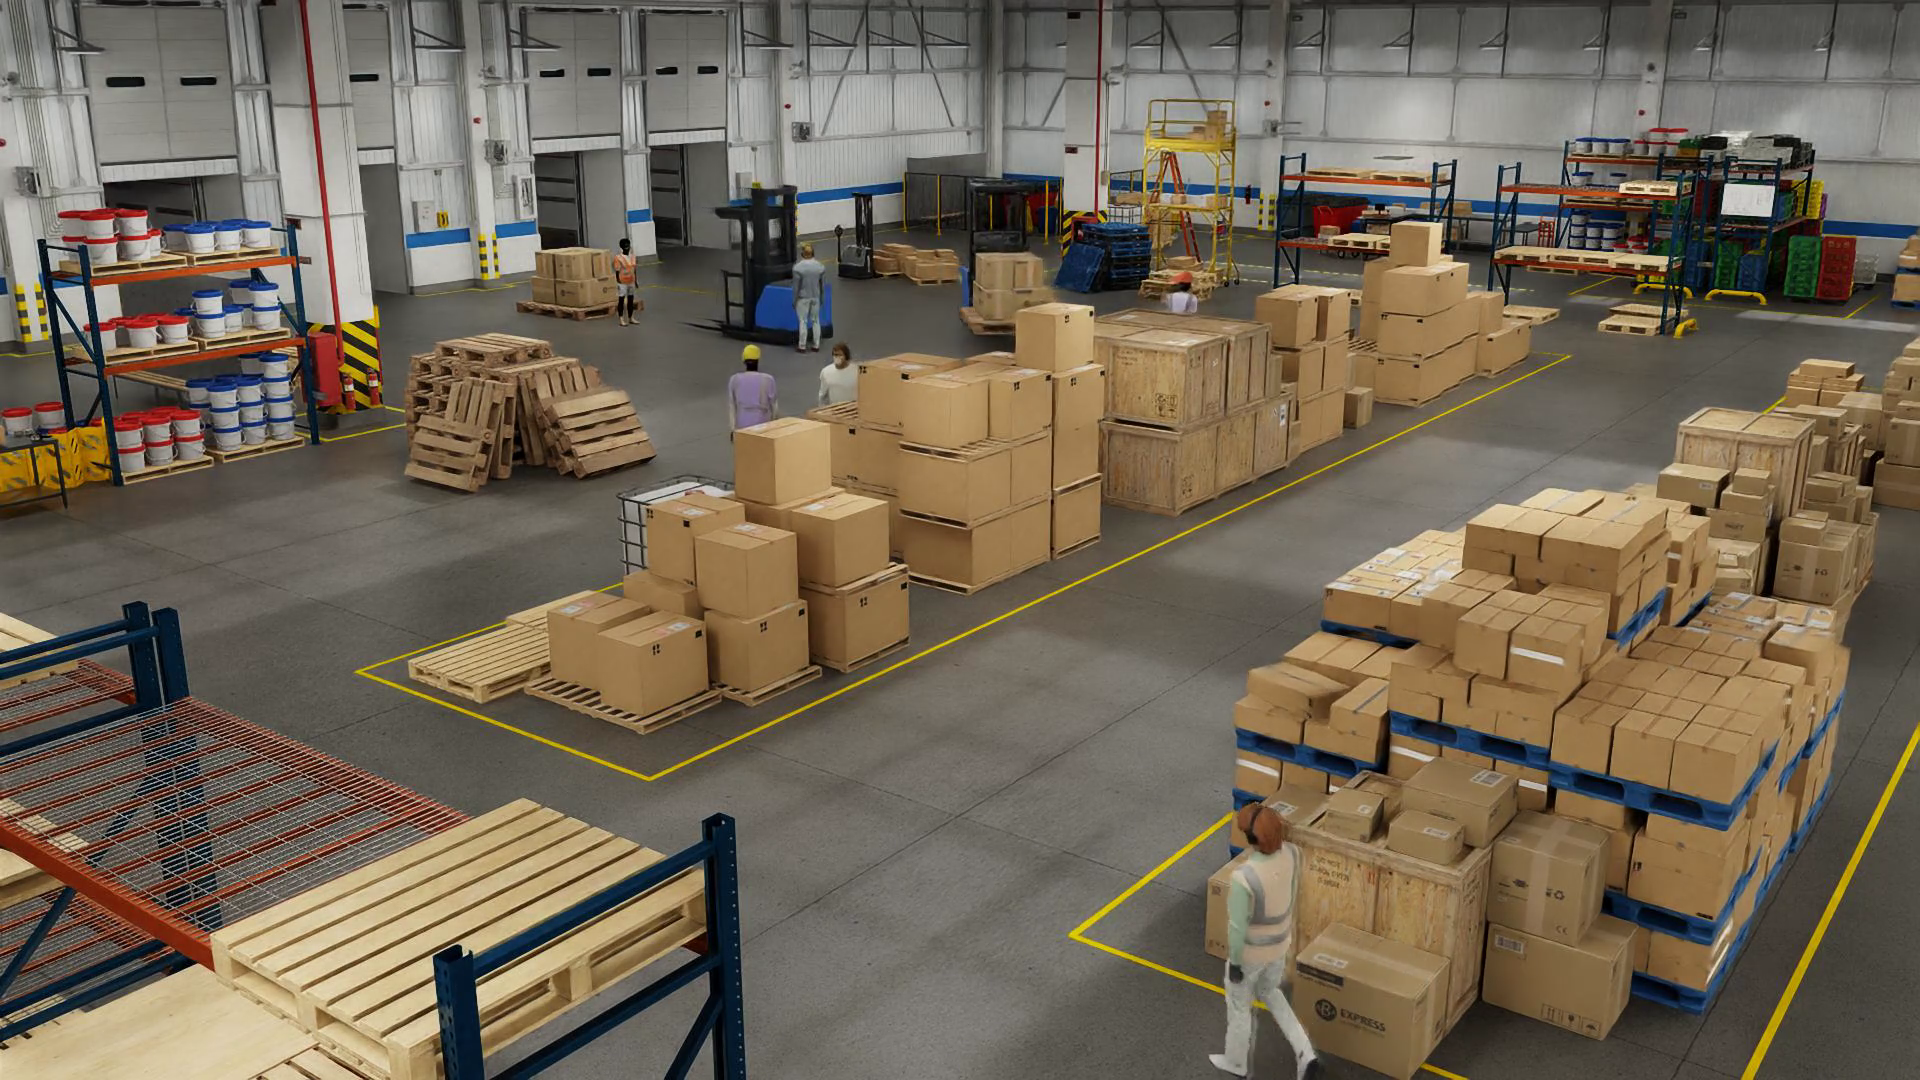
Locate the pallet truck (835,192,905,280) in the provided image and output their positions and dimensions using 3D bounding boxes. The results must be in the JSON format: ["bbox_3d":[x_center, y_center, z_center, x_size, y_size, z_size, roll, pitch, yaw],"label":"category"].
[{"bbox_3d":[-1.936,-7.159,38.982,1.885,1.965,0.823,-12,21,-34],"label":"pallet truck"}]

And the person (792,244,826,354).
[{"bbox_3d":[-2.686,-4.280,29.577,0.635,1.928,0.381,-9,19,-28],"label":"person"}]

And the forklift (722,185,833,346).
[{"bbox_3d":[-3.374,-5.106,30.683,1.873,2.768,1.129,12,21,35],"label":"forklift"}]

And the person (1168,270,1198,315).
[{"bbox_3d":[3.535,-3.301,26.347,0.547,1.920,0.431,12,21,35],"label":"person"}]

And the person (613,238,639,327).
[{"bbox_3d":[-6.503,-5.028,32.438,0.321,1.697,0.530,13,21,37],"label":"person"}]

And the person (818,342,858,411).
[{"bbox_3d":[-1.428,-1.509,20.466,0.642,1.894,1.034,9,19,27],"label":"person"}]

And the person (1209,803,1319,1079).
[{"bbox_3d":[1.615,2.157,8.761,0.517,1.621,0.547,-13,21,-36],"label":"person"}]

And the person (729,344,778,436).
[{"bbox_3d":[-2.509,-1.407,20.099,0.597,1.908,0.795,3,17,11],"label":"person"}]

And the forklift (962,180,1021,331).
[{"bbox_3d":[0.678,-5.510,32.020,1.129,2.768,1.873,-2,17,-7],"label":"forklift"}]
